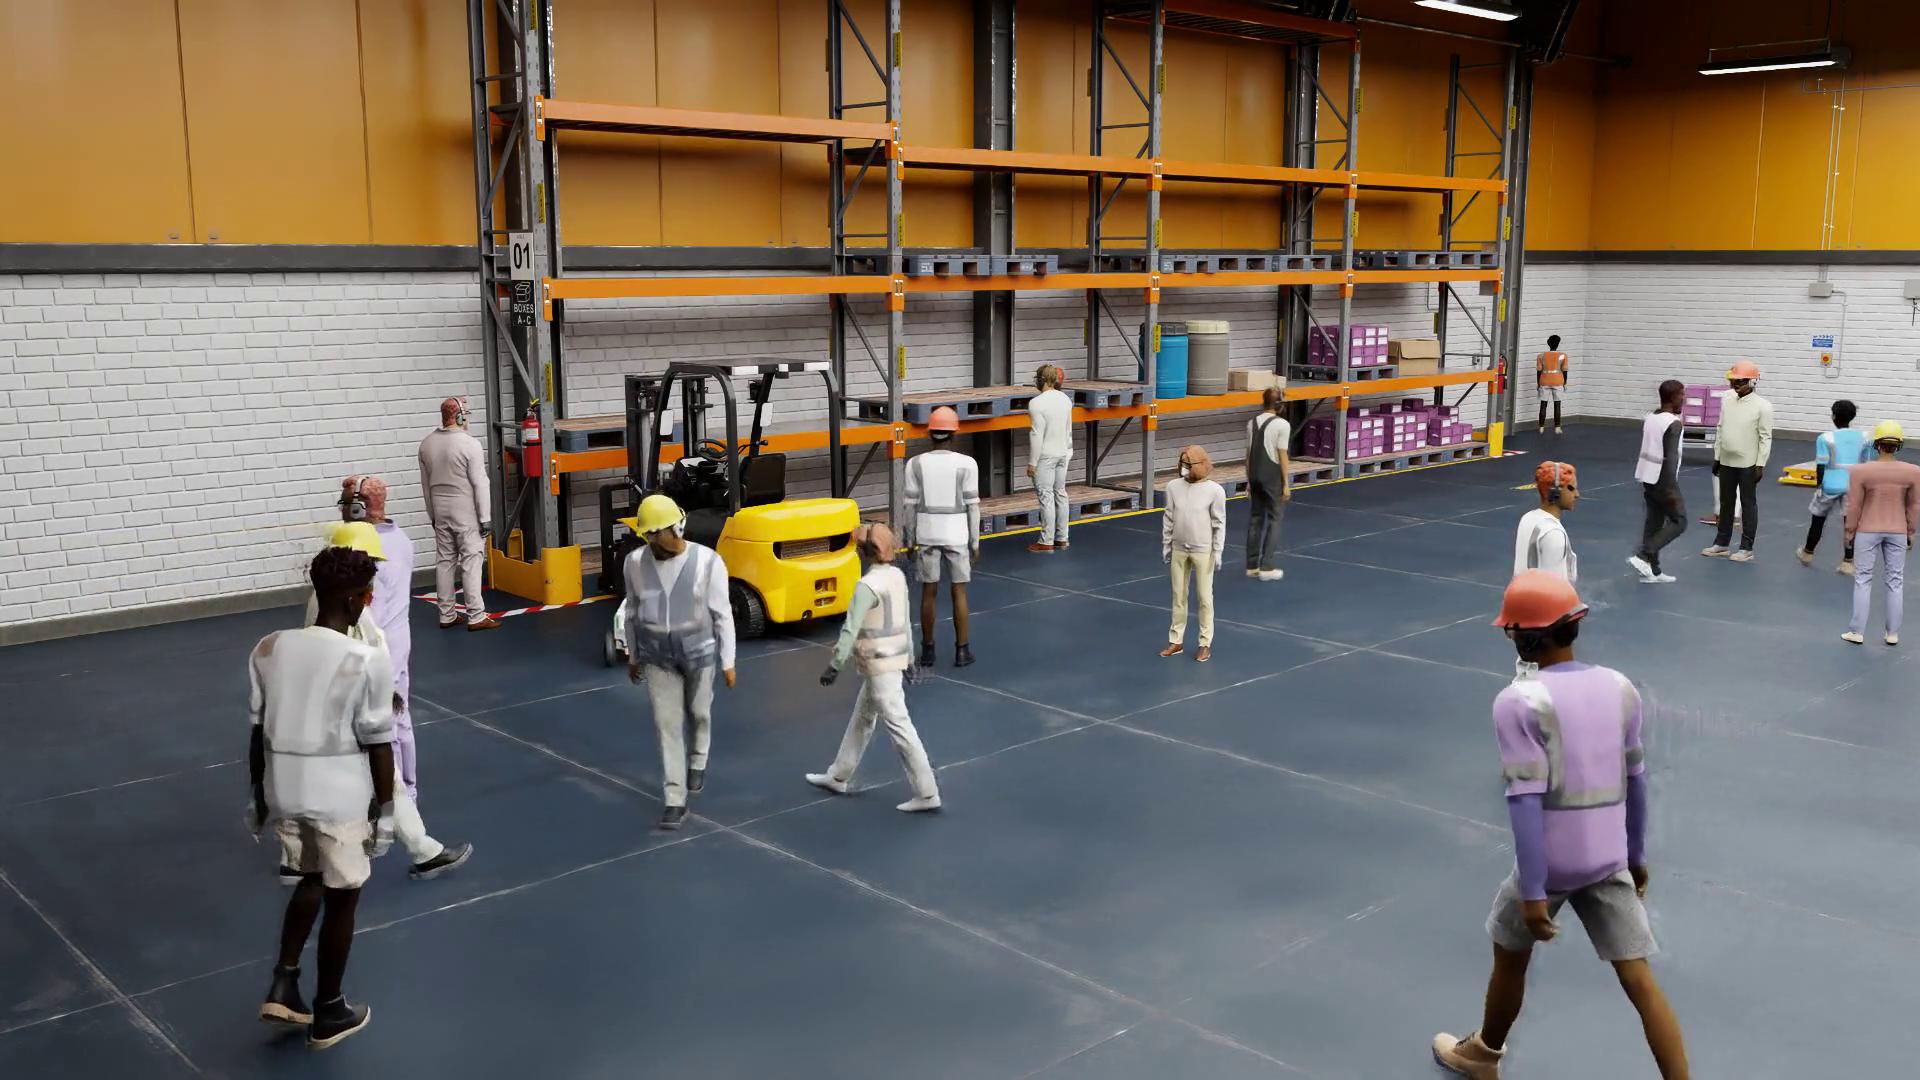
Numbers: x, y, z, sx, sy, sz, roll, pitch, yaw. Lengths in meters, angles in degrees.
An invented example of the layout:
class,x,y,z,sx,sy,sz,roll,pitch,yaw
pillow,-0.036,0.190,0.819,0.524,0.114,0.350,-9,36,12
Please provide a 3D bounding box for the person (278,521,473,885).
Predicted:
class,x,y,z,sx,sy,sz,roll,pitch,yaw
person,-2.906,0.792,8.036,0.897,1.768,0.582,-5,11,-26

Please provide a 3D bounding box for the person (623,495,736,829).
class,x,y,z,sx,sy,sz,roll,pitch,yaw
person,-1.532,0.613,9.109,0.617,1.770,0.909,0,10,1

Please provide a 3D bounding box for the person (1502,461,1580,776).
class,x,y,z,sx,sy,sz,roll,pitch,yaw
person,3.317,0.488,9.477,0.337,1.882,0.583,1,10,3

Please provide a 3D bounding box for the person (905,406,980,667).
class,x,y,z,sx,sy,sz,roll,pitch,yaw
person,-0.122,-0.021,12.309,0.551,1.934,0.373,1,10,7

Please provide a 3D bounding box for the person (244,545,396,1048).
class,x,y,z,sx,sy,sz,roll,pitch,yaw
person,-2.439,0.984,6.430,0.639,1.934,0.469,3,10,18

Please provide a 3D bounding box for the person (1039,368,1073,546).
class,x,y,z,sx,sy,sz,roll,pitch,yaw
person,1.009,-0.869,17.459,0.347,1.878,0.578,0,10,-1

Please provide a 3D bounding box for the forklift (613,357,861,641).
class,x,y,z,sx,sy,sz,roll,pitch,yaw
forklift,-1.847,-0.414,13.852,1.214,2.155,2.313,-9,13,-42

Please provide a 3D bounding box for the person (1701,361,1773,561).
class,x,y,z,sx,sy,sz,roll,pitch,yaw
person,7.789,-0.789,16.630,0.378,1.996,0.611,-4,11,-24

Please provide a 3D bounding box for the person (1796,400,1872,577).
class,x,y,z,sx,sy,sz,roll,pitch,yaw
person,8.426,-0.516,16.003,0.544,1.664,0.815,1,10,7

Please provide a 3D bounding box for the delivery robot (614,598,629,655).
class,x,y,z,sx,sy,sz,roll,pitch,yaw
delivery robot,-2.398,0.585,12.522,0.477,0.478,0.707,-1,10,-5

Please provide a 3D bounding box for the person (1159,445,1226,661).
class,x,y,z,sx,sy,sz,roll,pitch,yaw
person,1.749,0.094,12.518,0.498,1.633,0.283,7,12,34

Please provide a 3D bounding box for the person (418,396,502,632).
class,x,y,z,sx,sy,sz,roll,pitch,yaw
person,-4.050,-0.209,13.499,0.641,1.908,0.407,4,11,24

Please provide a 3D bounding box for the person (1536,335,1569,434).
class,x,y,z,sx,sy,sz,roll,pitch,yaw
person,10.105,-2.649,28.399,0.532,1.696,0.319,5,11,27

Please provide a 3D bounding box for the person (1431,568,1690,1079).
class,x,y,z,sx,sy,sz,roll,pitch,yaw
person,2.159,1.103,5.694,0.663,1.971,1.137,-4,10,-20

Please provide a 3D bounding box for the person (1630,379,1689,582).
class,x,y,z,sx,sy,sz,roll,pitch,yaw
person,6.494,-0.528,15.365,0.449,1.903,0.626,0,10,-1

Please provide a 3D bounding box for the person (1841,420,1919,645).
class,x,y,z,sx,sy,sz,roll,pitch,yaw
person,7.185,-0.052,12.989,0.524,1.769,0.309,2,10,11

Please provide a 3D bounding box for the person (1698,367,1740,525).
class,x,y,z,sx,sy,sz,roll,pitch,yaw
person,8.760,-1.087,18.865,0.610,1.827,0.411,-5,11,-25

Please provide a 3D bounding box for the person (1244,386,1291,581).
class,x,y,z,sx,sy,sz,roll,pitch,yaw
person,2.882,-0.534,15.638,0.402,1.822,0.530,-7,12,-37

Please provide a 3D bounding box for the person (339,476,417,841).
class,x,y,z,sx,sy,sz,roll,pitch,yaw
person,-3.074,0.610,8.698,0.408,1.906,0.654,0,10,-3

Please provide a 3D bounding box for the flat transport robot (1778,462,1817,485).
class,x,y,z,sx,sy,sz,roll,pitch,yaw
flat transport robot,11.596,-0.897,22.305,1.431,0.197,0.652,-9,13,-43

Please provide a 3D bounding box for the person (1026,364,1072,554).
class,x,y,z,sx,sy,sz,roll,pitch,yaw
person,0.899,-0.828,17.028,0.379,1.940,0.629,8,12,39

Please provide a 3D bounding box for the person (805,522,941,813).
class,x,y,z,sx,sy,sz,roll,pitch,yaw
person,-0.467,0.695,9.119,0.853,1.589,0.515,3,10,16
